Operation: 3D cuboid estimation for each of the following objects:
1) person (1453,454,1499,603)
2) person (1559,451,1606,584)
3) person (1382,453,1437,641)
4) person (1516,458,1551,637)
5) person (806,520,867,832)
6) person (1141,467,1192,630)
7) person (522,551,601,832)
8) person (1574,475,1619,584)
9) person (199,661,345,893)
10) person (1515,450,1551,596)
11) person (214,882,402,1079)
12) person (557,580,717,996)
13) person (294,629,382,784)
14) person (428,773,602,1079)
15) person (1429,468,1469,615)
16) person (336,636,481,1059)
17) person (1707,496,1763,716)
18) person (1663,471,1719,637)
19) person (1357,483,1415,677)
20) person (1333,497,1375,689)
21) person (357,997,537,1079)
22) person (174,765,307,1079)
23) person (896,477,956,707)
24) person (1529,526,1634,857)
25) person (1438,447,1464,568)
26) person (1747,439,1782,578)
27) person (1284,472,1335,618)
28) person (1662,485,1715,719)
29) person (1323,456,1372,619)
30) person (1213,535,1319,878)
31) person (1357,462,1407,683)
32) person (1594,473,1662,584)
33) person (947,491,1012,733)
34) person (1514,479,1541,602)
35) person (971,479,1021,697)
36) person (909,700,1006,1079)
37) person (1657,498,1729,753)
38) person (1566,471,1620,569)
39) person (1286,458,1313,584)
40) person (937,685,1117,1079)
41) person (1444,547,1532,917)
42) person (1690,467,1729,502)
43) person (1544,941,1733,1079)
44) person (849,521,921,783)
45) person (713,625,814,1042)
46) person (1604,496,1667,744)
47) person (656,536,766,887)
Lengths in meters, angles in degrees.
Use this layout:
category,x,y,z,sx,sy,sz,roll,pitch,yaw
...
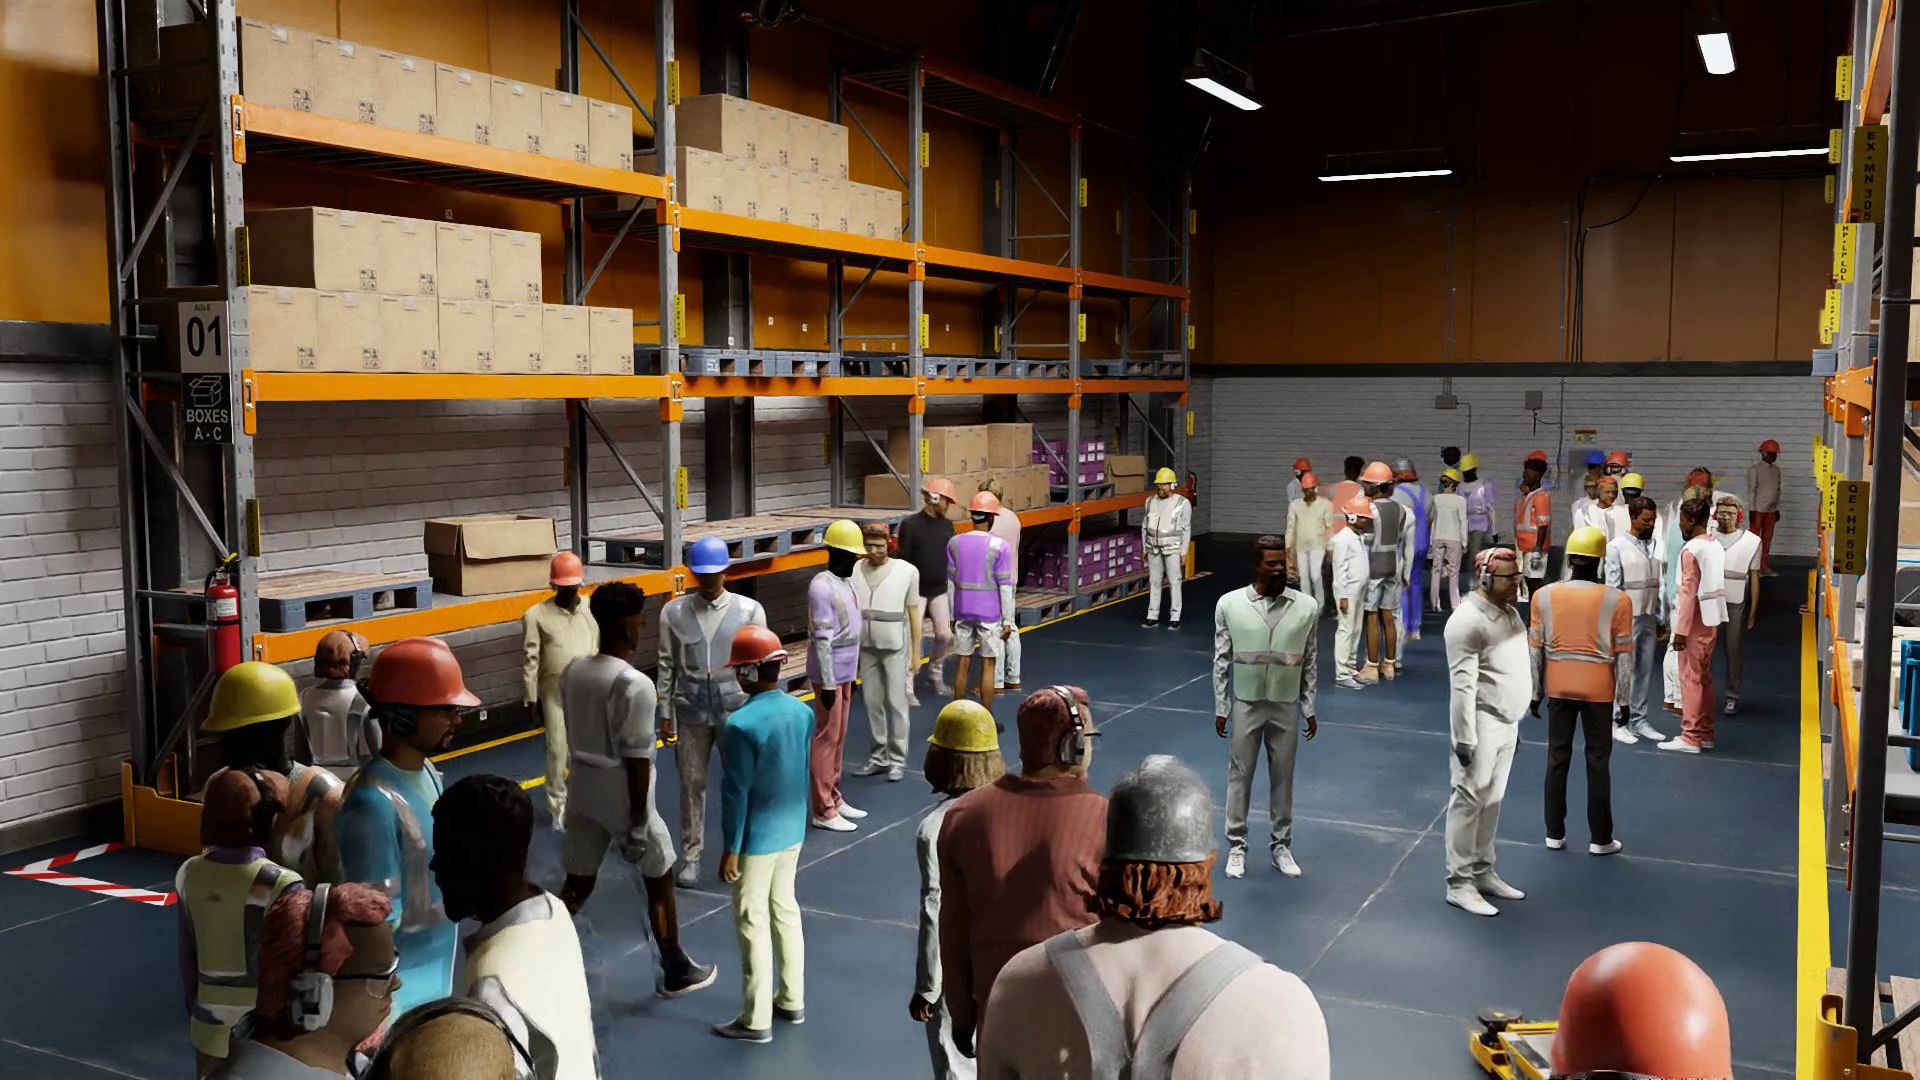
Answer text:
category,x,y,z,sx,sy,sz,roll,pitch,yaw
person,6.385,-0.135,20.915,0.873,1.882,0.618,-4,6,-33
person,8.205,-0.200,21.569,0.979,1.891,0.616,-1,5,-13
person,4.736,0.076,17.857,0.682,2.000,0.536,-3,6,-32
person,6.274,0.079,18.220,0.361,1.965,0.613,1,5,8
person,-0.758,0.833,10.361,0.381,1.919,0.584,1,5,10
person,2.298,0.100,18.709,0.588,1.833,0.404,3,6,31
person,-2.402,0.931,10.271,0.578,1.737,0.355,-2,6,-24
person,6.276,0.306,16.256,0.575,1.880,0.355,0,5,2
person,-2.099,1.320,5.081,0.593,1.924,0.381,2,6,22
person,7.404,-0.195,21.442,0.426,1.923,0.548,-3,6,-31
person,-1.104,1.537,2.912,0.400,1.900,0.643,-1,5,-8
person,-1.536,1.125,7.240,0.612,1.930,0.996,4,7,36
person,-2.812,1.227,7.625,0.511,1.637,0.307,2,6,17
person,-0.994,1.464,3.718,0.463,1.901,0.596,-1,5,-13
person,5.865,0.020,19.976,0.524,1.760,0.326,5,7,43
person,-1.587,1.291,4.847,0.405,2.034,0.614,0,5,-2
person,6.393,0.544,13.930,0.563,1.841,0.398,4,7,35
person,7.657,0.207,17.370,0.450,1.868,0.607,-4,7,-38
person,3.963,0.334,15.628,0.635,1.937,0.352,-1,5,-15
person,3.592,0.476,15.155,0.345,1.740,0.567,4,6,34
person,-0.716,1.574,2.371,0.624,1.930,0.384,-3,6,-26
person,-2.079,1.481,4.894,0.512,1.637,0.307,2,6,24
person,-0.356,0.438,14.406,0.757,1.965,0.491,-4,7,-39
person,3.649,0.882,9.779,0.585,1.928,0.379,4,6,35
person,7.399,-0.485,24.998,0.430,1.837,0.624,1,5,11
person,11.530,-0.449,23.815,0.616,1.985,0.410,-3,6,-26
person,4.096,0.070,19.533,0.571,1.737,0.381,4,7,35
person,6.028,0.509,13.741,0.356,1.938,0.638,1,5,9
person,4.602,-0.041,19.731,0.612,1.914,0.832,3,6,30
person,1.715,0.927,9.346,0.591,1.921,0.391,0,5,-2
person,3.852,0.300,15.410,0.614,2.048,0.361,-4,7,-38
person,6.445,0.309,16.065,0.589,1.912,0.397,2,6,16
person,0.164,0.579,13.091,0.550,1.925,0.392,3,6,25
person,7.214,-0.022,21.129,0.503,1.627,0.277,-4,7,-38
person,0.318,0.423,14.734,0.370,1.932,0.626,3,6,33
person,0.016,1.382,5.394,0.295,1.744,0.488,4,7,40
person,5.551,0.641,12.521,0.408,1.907,0.598,5,7,41
person,6.968,0.159,18.129,0.676,1.822,0.507,4,6,34
person,4.728,-0.268,23.099,0.346,1.746,0.573,4,6,35
person,0.264,1.362,4.766,0.644,1.903,0.399,3,6,26
person,2.800,0.988,8.761,0.399,1.910,0.643,5,7,42
person,8.693,0.067,19.131,0.767,1.827,0.589,-5,7,-43
person,0.919,1.548,2.332,0.637,1.988,0.414,2,6,21
person,-0.543,0.771,11.557,0.589,1.823,0.439,2,6,24
person,-0.846,1.228,7.064,0.349,1.740,0.575,3,6,26
person,5.204,0.611,12.843,0.598,1.907,0.409,-3,6,-30
person,-1.360,0.941,9.103,0.605,1.937,0.410,0,5,-1
